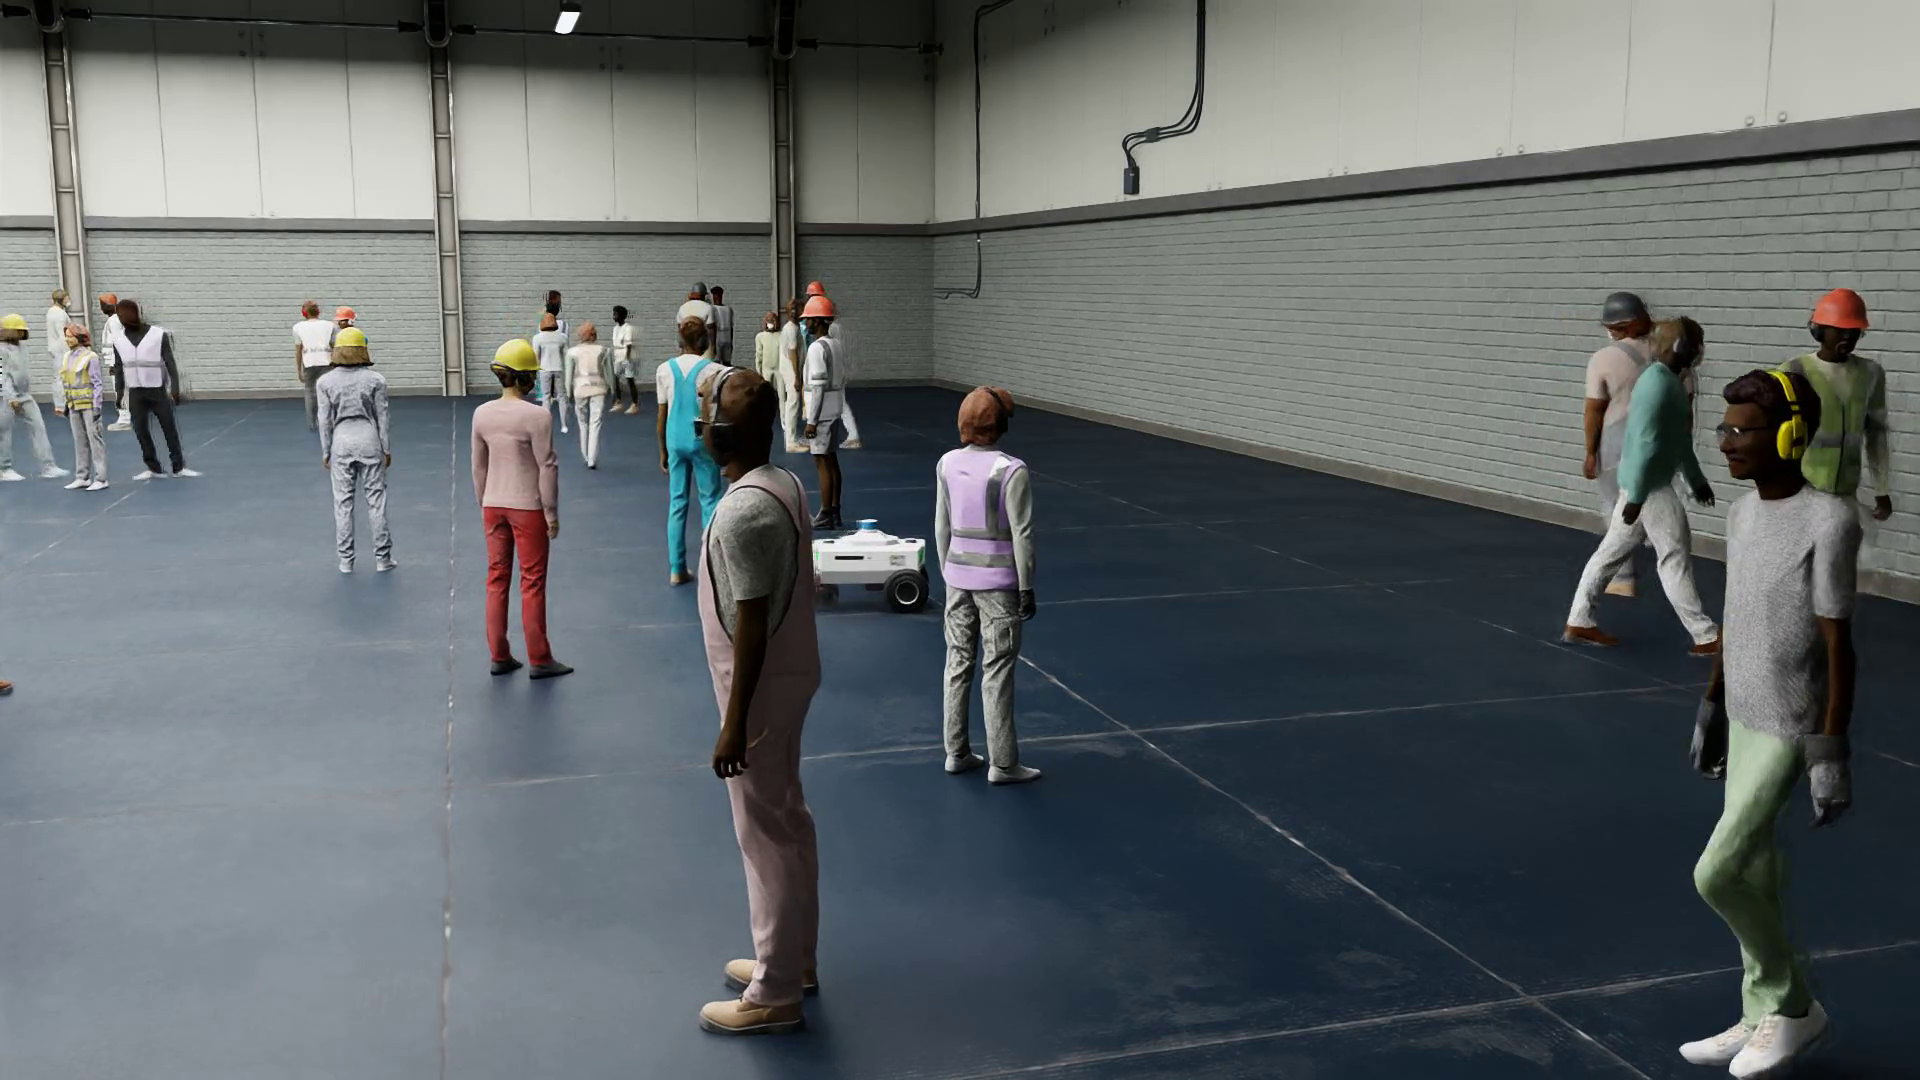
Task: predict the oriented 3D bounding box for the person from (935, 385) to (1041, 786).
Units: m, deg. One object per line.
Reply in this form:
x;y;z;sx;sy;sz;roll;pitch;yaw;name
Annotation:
0.106;0.189;6.860;0.521;1.645;0.307;8;12;43;person

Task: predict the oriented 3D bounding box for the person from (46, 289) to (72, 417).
-13.574;-2.821;25.136;0.354;1.936;0.635;-7;11;-38;person

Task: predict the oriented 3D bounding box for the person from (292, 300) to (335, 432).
-8.777;-2.370;22.723;0.572;1.809;0.921;-6;10;-32;person

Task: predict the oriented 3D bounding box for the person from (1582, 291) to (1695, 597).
4.387;-0.632;10.839;0.752;2.000;0.611;-1;9;-9;person

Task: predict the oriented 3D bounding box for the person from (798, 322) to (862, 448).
-1.612;-2.030;20.442;0.909;1.843;0.563;4;10;24;person

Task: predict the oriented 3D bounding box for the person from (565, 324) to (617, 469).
-4.092;-1.599;18.451;0.529;1.579;0.884;-1;9;-4;person

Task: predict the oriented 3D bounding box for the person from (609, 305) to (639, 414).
-5.194;-2.754;25.538;0.540;1.680;0.550;-9;12;-43;person

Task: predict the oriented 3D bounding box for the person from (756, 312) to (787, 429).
-2.592;-2.356;23.162;0.500;1.626;0.282;0;9;2;person

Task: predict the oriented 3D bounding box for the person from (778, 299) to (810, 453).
-1.999;-1.960;19.955;0.350;1.839;0.558;-2;9;-15;person

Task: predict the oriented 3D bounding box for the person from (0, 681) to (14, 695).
-4.874;-0.135;8.036;0.438;1.935;0.625;1;9;4;person

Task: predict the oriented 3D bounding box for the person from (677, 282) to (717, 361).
-4.338;-3.294;27.822;0.688;2.000;0.535;4;10;22;person

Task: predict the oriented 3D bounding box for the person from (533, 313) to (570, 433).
-5.518;-2.252;22.497;0.501;1.629;0.289;-4;10;-25;person

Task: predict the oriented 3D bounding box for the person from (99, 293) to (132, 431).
-11.628;-2.447;22.909;0.356;1.887;0.572;-4;10;-22;person

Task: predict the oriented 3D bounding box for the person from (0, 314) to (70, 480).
-9.610;-1.455;17.102;0.778;1.711;0.491;2;9;13;person

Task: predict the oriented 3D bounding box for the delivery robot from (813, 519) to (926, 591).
-0.572;0.114;10.508;0.707;0.478;0.477;0;9;-2;delivery robot

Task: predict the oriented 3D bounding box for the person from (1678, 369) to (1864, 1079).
2.044;0.493;4.256;0.426;1.849;0.565;0;9;-2;person

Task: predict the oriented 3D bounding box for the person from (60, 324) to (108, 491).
-8.637;-1.303;16.387;0.513;1.642;0.313;5;10;28;person

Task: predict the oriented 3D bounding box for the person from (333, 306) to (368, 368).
-7.716;-2.080;21.033;0.563;1.742;0.360;6;11;33;person

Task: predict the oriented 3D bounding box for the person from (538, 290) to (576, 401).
-6.837;-3.308;28.410;0.894;1.877;0.599;-1;9;-5;person

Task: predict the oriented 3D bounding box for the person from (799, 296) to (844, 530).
-1.156;-1.047;13.812;0.355;1.938;0.545;2;9;13;person

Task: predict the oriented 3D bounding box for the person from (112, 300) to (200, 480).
-8.368;-1.554;17.289;0.775;1.872;0.379;-1;9;-4;person

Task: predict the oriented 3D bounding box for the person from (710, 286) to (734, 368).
-4.197;-3.450;29.055;0.363;1.962;0.612;7;11;37;person

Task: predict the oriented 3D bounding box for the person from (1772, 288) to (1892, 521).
4.585;-0.304;8.791;0.635;2.032;0.425;-1;9;-5;person

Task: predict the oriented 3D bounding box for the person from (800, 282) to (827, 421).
-2.127;-2.778;24.522;0.396;2.044;0.609;4;10;26;person

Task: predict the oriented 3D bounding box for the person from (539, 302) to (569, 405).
-6.730;-3.086;27.582;0.535;1.699;0.318;-7;11;-38;person

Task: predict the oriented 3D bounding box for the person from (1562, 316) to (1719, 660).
3.855;-0.282;9.172;1.029;1.885;0.655;4;10;22;person

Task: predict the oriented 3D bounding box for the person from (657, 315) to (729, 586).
-1.791;-0.592;11.242;0.520;1.838;0.341;2;9;12;person

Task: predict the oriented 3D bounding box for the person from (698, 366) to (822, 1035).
-0.562;0.444;4.602;0.339;1.842;0.507;1;9;9;person

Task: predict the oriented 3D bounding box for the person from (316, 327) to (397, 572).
-4.289;-0.636;11.831;0.483;1.737;0.311;-2;9;-12;person

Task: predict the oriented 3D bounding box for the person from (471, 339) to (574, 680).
-2.300;-0.157;8.683;0.527;1.768;0.329;4;10;26;person
